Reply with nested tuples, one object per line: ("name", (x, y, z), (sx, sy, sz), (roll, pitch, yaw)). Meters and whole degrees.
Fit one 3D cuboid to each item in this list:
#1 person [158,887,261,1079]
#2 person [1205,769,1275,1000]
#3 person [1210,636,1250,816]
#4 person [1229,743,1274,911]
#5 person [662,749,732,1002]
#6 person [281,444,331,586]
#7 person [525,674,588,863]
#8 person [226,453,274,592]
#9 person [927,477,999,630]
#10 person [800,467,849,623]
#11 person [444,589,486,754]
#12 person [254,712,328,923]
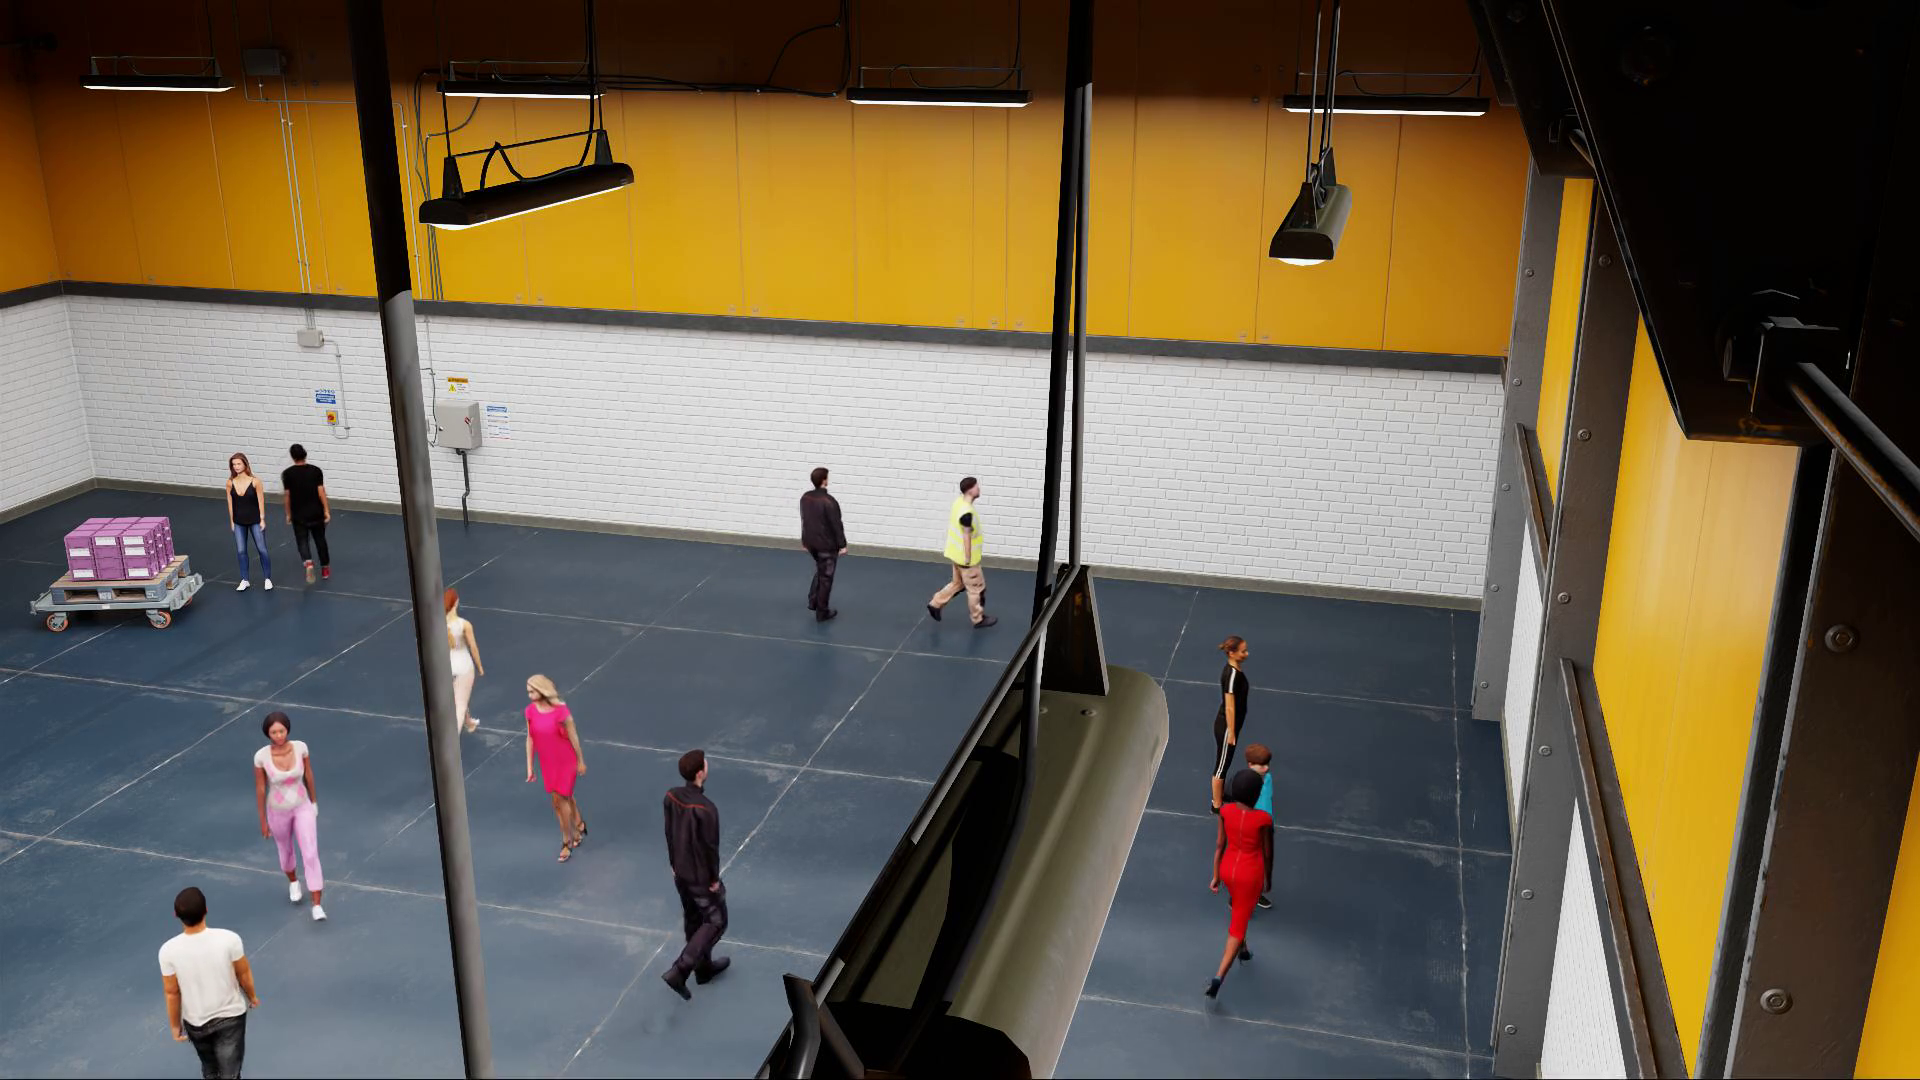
("person", (-4.675, 3.047, 10.414), (1.038, 1.766, 1.254), (-5, 19, -15))
("person", (2.006, 2.529, 12.059), (0.852, 1.698, 1.178), (12, 22, 31))
("person", (2.393, 1.628, 14.782), (0.632, 1.668, 0.421), (5, 19, 14))
("person", (2.329, 2.272, 13.215), (0.569, 1.448, 0.653), (-16, 24, -39))
("person", (-1.945, 2.438, 12.011), (0.929, 1.901, 1.089), (15, 23, 37))
("person", (-8.018, -0.295, 20.382), (0.978, 1.737, 1.060), (-7, 20, -19))
("person", (-3.331, 1.862, 14.053), (0.614, 1.690, 0.759), (4, 19, 13))
("person", (-8.655, -0.232, 20.219), (0.661, 1.722, 0.652), (-3, 19, -8))
("person", (0.011, 0.158, 18.902), (1.095, 1.824, 1.119), (-5, 19, -16))
("person", (-1.641, 0.074, 19.145), (0.829, 1.828, 0.827), (17, 25, 41))
("person", (-4.823, 1.296, 15.873), (0.663, 1.600, 1.101), (2, 19, 6))
("person", (-5.336, 2.141, 13.205), (1.061, 1.701, 1.138), (-10, 21, -28))
